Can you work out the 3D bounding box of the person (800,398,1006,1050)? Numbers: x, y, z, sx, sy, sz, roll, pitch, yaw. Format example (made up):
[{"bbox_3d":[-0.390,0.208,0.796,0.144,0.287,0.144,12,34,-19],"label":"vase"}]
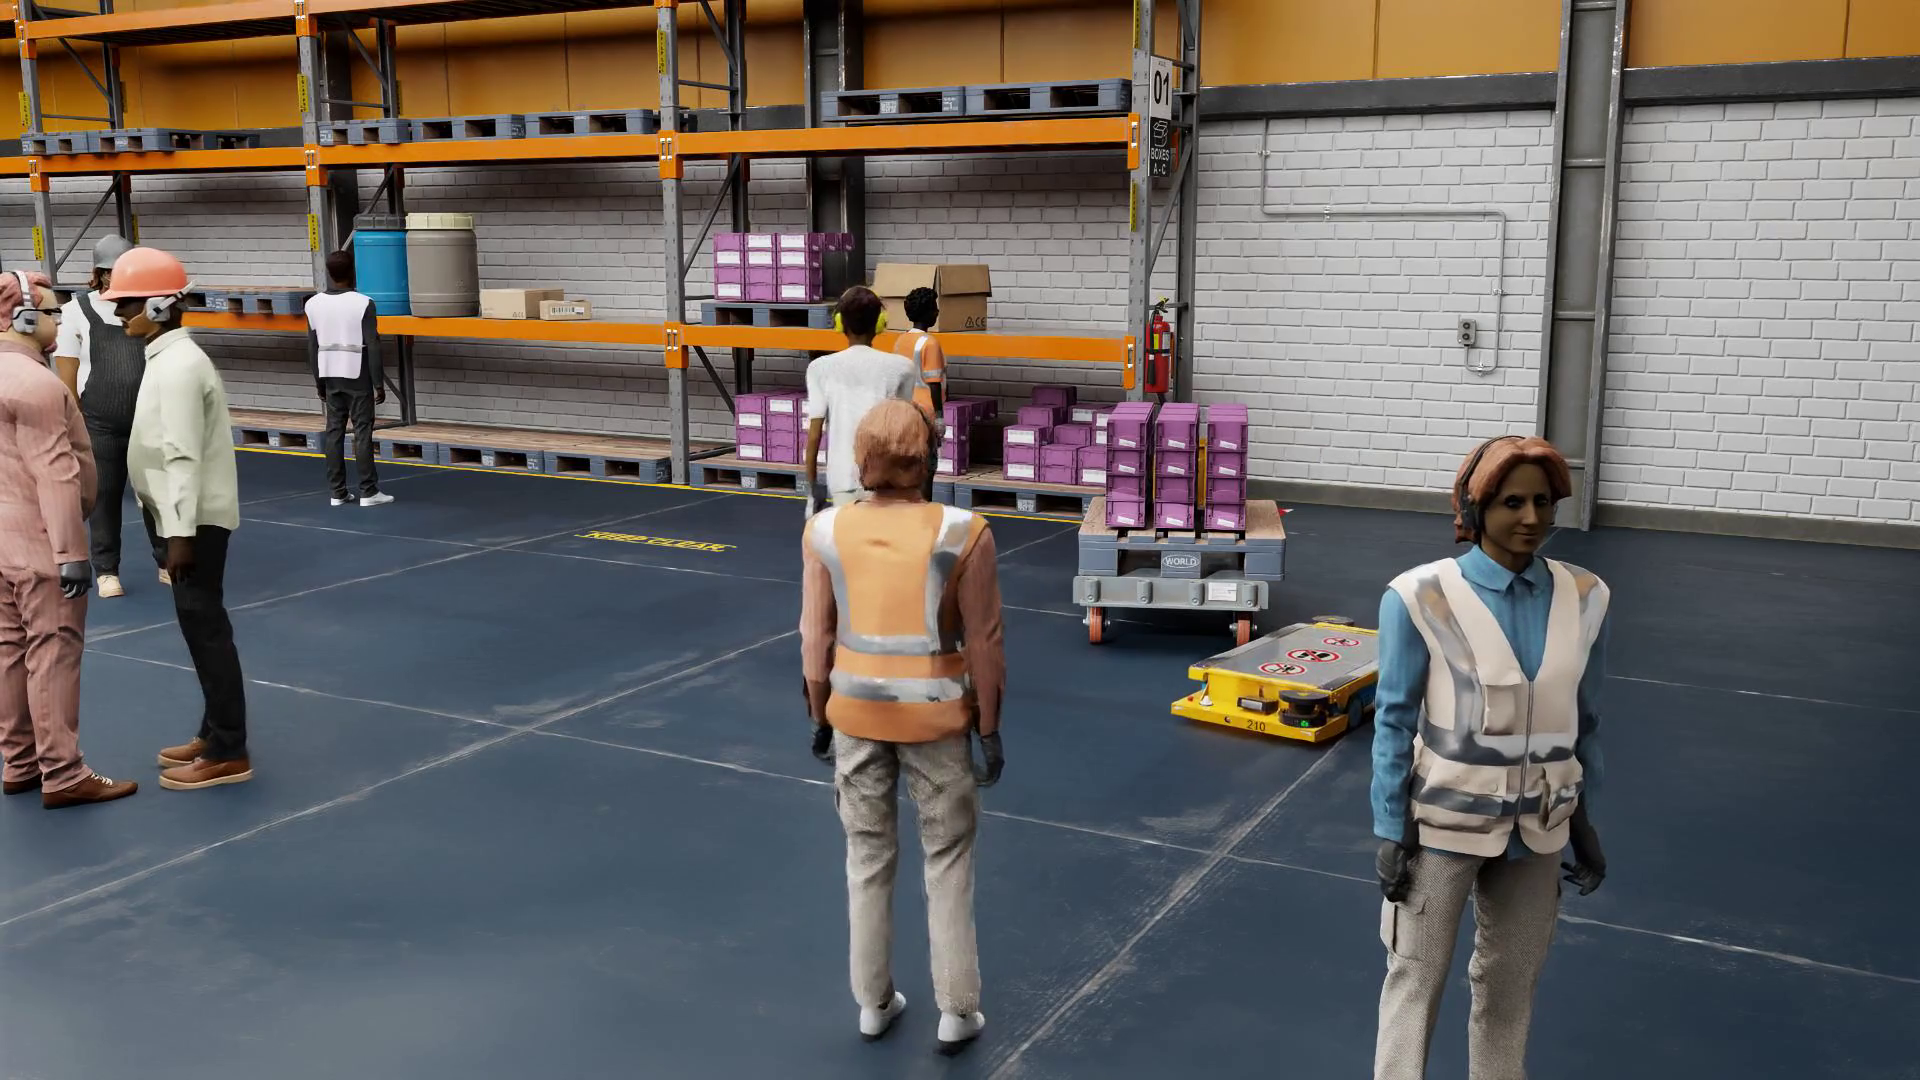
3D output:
[{"bbox_3d":[-0.145,0.471,4.137,0.536,1.632,0.318,3,11,16],"label":"person"}]

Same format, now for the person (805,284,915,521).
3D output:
[{"bbox_3d":[-0.451,-0.237,7.544,0.482,1.808,1.003,1,10,5],"label":"person"}]

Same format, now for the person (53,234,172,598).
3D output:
[{"bbox_3d":[-4.704,-0.708,9.452,0.682,2.000,0.537,-10,14,-44],"label":"person"}]

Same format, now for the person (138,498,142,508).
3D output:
[{"bbox_3d":[-6.416,-1.173,12.655,0.636,1.809,0.908,-8,13,-36],"label":"person"}]

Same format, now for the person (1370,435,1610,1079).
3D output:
[{"bbox_3d":[1.066,0.600,3.381,0.513,1.641,0.309,-2,11,-13],"label":"person"}]

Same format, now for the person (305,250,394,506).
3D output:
[{"bbox_3d":[-4.611,-1.208,12.523,0.590,1.921,0.391,2,11,13],"label":"person"}]

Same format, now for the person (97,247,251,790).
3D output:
[{"bbox_3d":[-2.887,-0.075,6.152,0.409,1.987,0.608,-6,12,-28],"label":"person"}]

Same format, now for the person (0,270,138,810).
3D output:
[{"bbox_3d":[-3.280,0.000,5.945,0.651,1.904,0.404,8,13,37],"label":"person"}]

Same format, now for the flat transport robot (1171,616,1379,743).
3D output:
[{"bbox_3d":[1.566,0.578,7.256,0.652,0.197,1.431,8,13,37],"label":"flat transport robot"}]

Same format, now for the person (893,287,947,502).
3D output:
[{"bbox_3d":[-0.253,-0.812,10.972,0.319,1.696,0.532,-6,12,-30],"label":"person"}]
